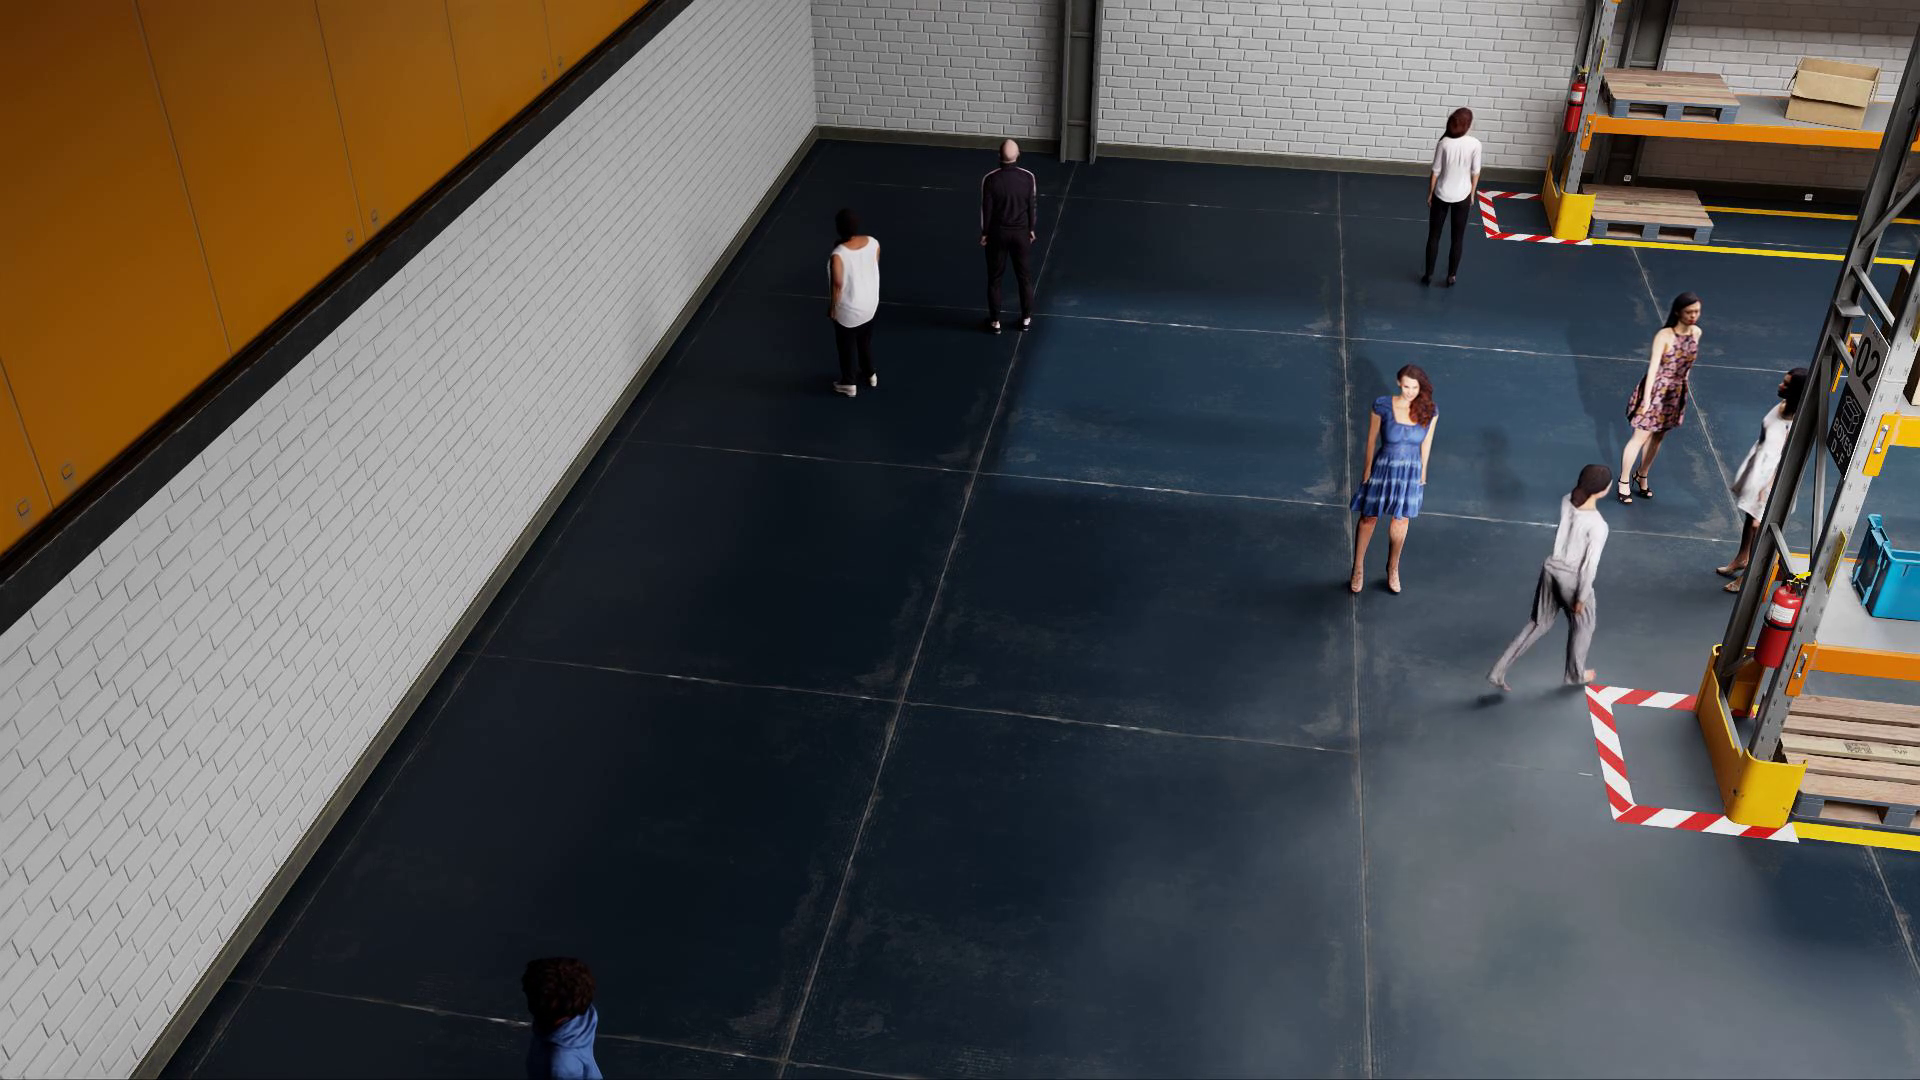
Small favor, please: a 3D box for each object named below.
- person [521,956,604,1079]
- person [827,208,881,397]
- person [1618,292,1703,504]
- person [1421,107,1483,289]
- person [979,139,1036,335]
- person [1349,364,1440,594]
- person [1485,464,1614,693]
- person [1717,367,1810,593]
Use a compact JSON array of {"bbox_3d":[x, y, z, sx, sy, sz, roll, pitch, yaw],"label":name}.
[{"bbox_3d":[-1.701,2.498,7.352,0.720,1.814,0.752,-6,34,-9],"label":"person"},{"bbox_3d":[-0.928,-2.056,14.317,0.765,1.687,0.805,-26,42,-34],"label":"person"},{"bbox_3d":[5.400,-1.088,12.783,0.777,1.773,0.857,-13,36,-18],"label":"person"},{"bbox_3d":[4.748,-3.296,16.087,0.464,1.793,0.674,7,34,10],"label":"person"},{"bbox_3d":[0.445,-2.774,15.263,0.635,1.836,0.806,-5,34,-7],"label":"person"},{"bbox_3d":[3.060,-0.421,11.750,0.552,1.806,0.757,1,34,1],"label":"person"},{"bbox_3d":[3.846,0.285,10.750,1.145,1.738,0.949,-13,36,-18],"label":"person"},{"bbox_3d":[5.725,-0.427,11.787,0.611,1.775,0.629,6,34,9],"label":"person"}]
